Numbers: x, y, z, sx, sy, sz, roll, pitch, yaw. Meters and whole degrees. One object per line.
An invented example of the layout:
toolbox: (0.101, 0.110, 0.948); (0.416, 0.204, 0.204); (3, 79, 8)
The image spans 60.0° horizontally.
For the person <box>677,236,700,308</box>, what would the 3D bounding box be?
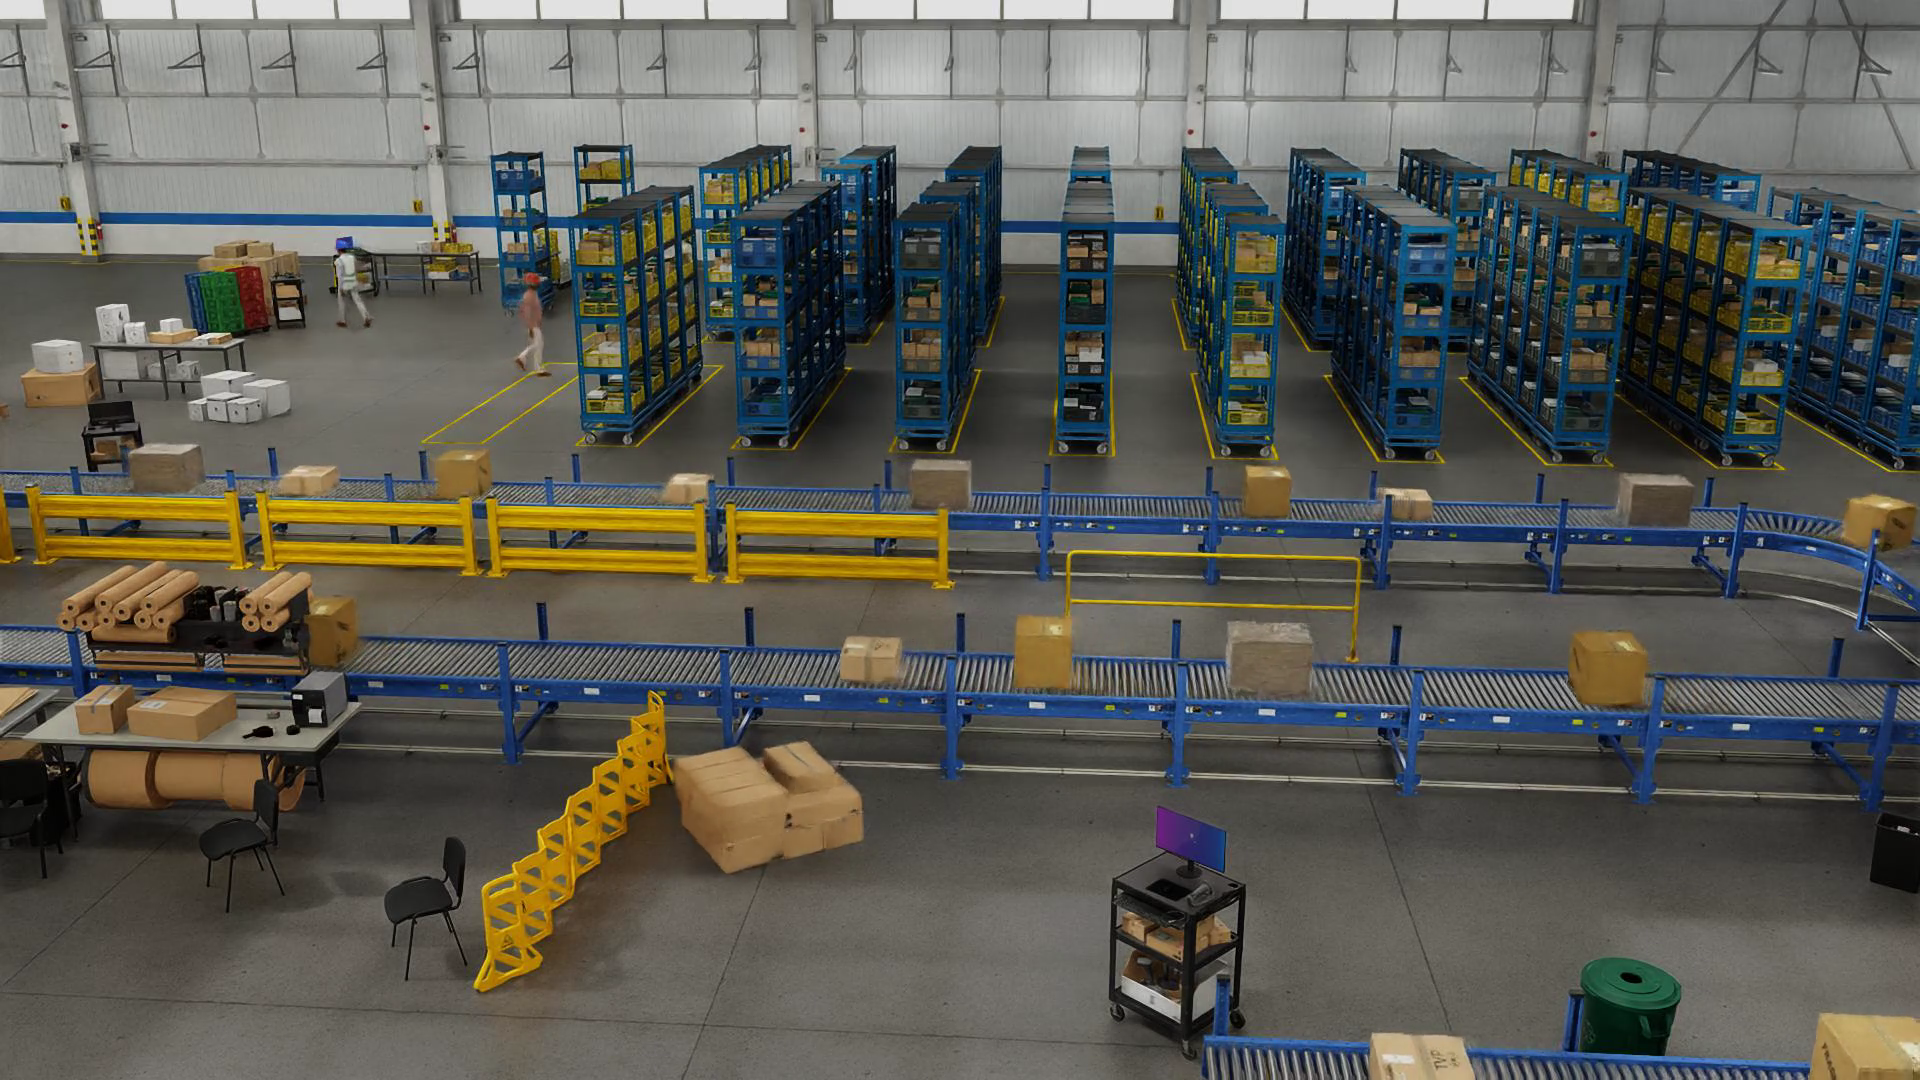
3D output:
person: (-6.265, -6.244, 38.374); (0.599, 1.830, 0.404); (16, 23, 41)

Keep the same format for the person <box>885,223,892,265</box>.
person: (-1.937, -7.426, 42.103); (0.572, 1.843, 0.373); (-16, 23, -41)

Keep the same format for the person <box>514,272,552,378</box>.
person: (-8.018, -4.008, 31.032); (0.604, 1.980, 0.628); (-1, 18, -4)

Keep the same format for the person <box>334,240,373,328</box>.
person: (-13.199, -5.534, 35.996); (0.892, 1.917, 0.613); (10, 20, 29)
